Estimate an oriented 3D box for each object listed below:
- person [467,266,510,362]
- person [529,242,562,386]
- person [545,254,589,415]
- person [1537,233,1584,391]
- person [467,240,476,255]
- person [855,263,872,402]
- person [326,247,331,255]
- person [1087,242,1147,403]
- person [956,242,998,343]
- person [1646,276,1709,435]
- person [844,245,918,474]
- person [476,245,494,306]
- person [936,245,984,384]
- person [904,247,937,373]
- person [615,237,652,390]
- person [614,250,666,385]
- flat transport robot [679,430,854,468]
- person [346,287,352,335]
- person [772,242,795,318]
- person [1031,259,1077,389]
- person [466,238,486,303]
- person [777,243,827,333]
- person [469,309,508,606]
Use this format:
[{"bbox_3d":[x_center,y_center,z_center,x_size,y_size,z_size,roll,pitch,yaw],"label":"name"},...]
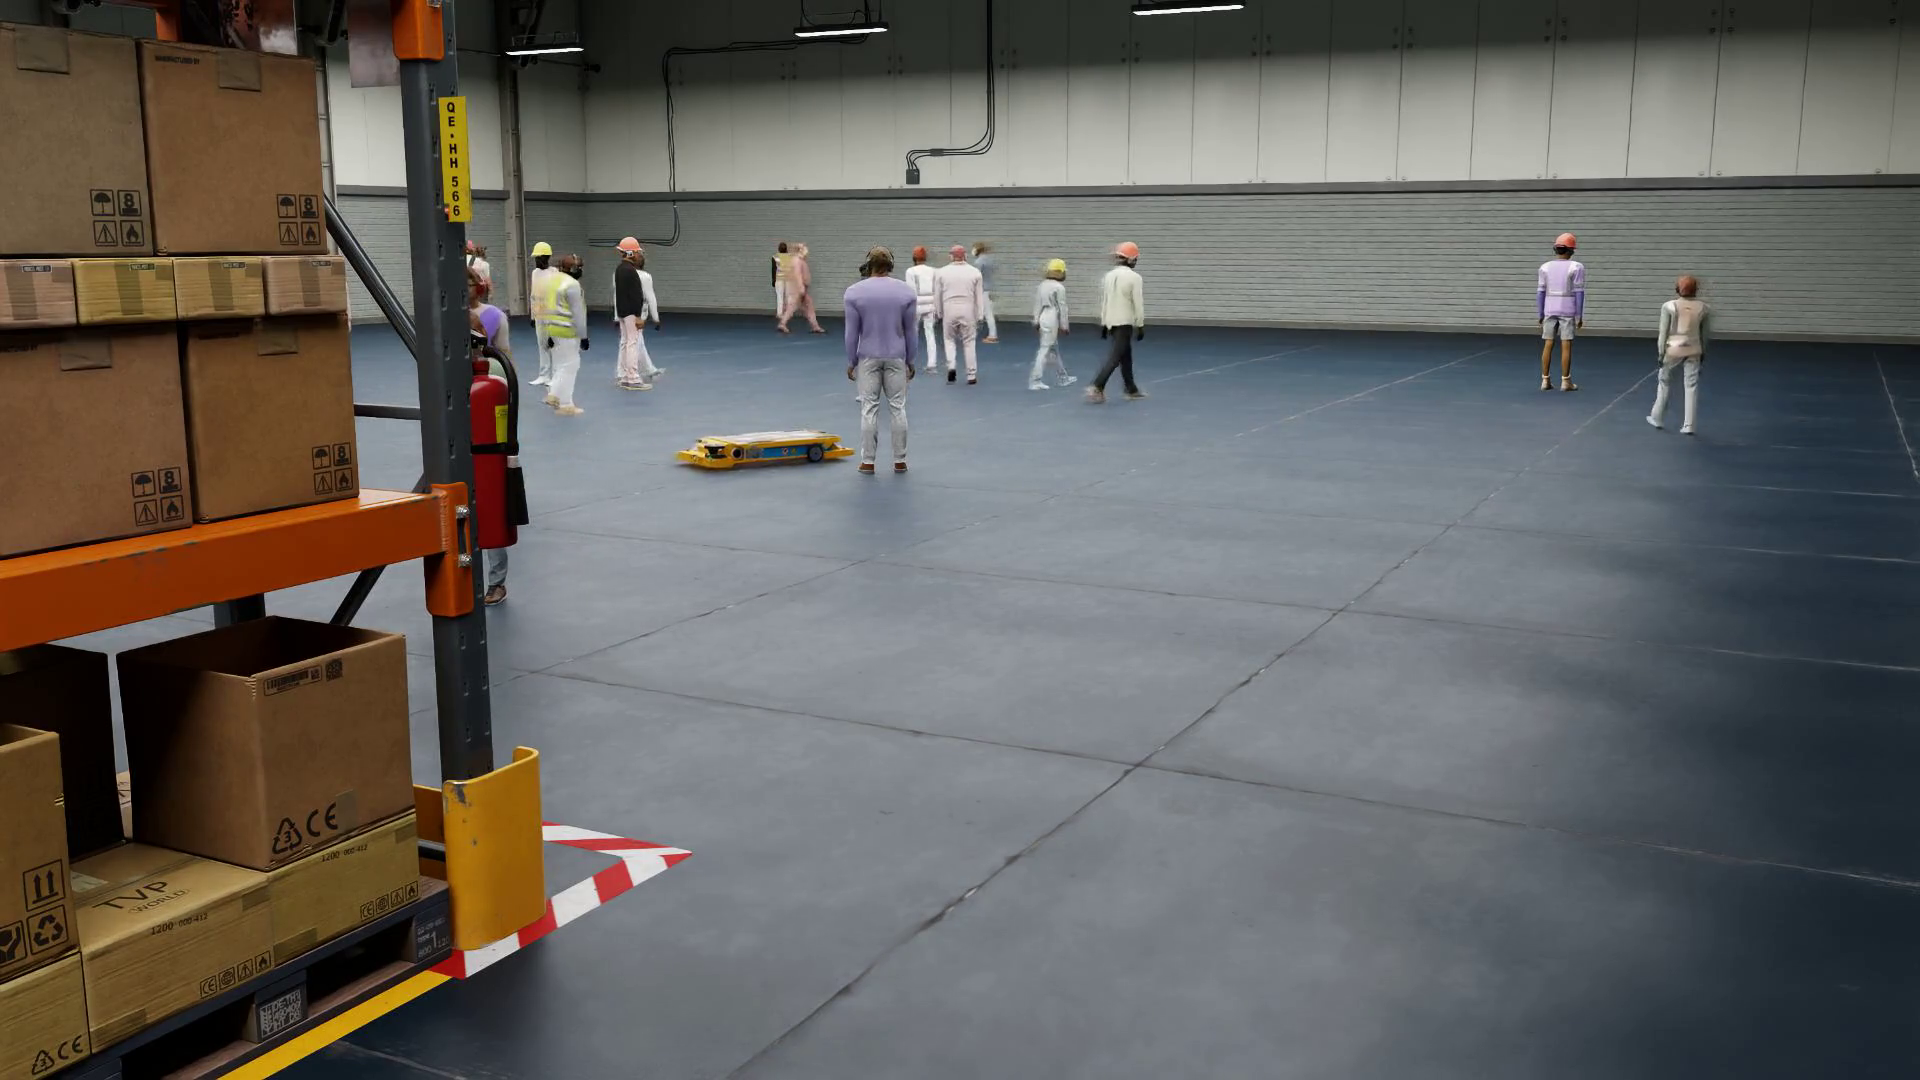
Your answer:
[{"bbox_3d":[-3.638,-1.124,12.351,0.578,1.799,0.938,4,11,21],"label":"person"},{"bbox_3d":[-5.584,-3.039,22.418,0.586,1.930,0.360,7,13,35],"label":"person"},{"bbox_3d":[-4.436,-2.313,18.793,0.439,1.818,0.632,-7,12,-32],"label":"person"},{"bbox_3d":[7.845,-2.968,21.717,0.605,2.045,0.386,9,14,42],"label":"person"},{"bbox_3d":[-10.348,-5.321,34.898,0.454,1.912,0.562,-2,11,-12],"label":"person"},{"bbox_3d":[-1.068,-2.537,20.337,0.545,1.682,0.564,6,12,29],"label":"person"},{"bbox_3d":[-11.306,-4.333,29.772,0.657,1.818,0.667,-6,12,-28],"label":"person"},{"bbox_3d":[1.924,-2.649,20.255,0.987,1.957,0.632,-7,12,-34],"label":"person"},{"bbox_3d":[0.278,-4.650,31.320,0.980,1.891,0.637,2,11,9],"label":"person"},{"bbox_3d":[7.401,-1.905,17.125,0.540,1.600,0.819,0,10,2],"label":"person"},{"bbox_3d":[-0.670,-1.520,14.113,0.632,1.940,0.372,-2,11,-11],"label":"person"},{"bbox_3d":[-9.427,-4.901,32.840,0.536,1.828,0.422,9,13,39],"label":"person"},{"bbox_3d":[0.001,-3.066,22.696,0.661,1.884,0.484,0,10,0],"label":"person"},{"bbox_3d":[-0.641,-3.411,24.688,0.589,1.841,0.941,-7,13,-34],"label":"person"},{"bbox_3d":[-4.317,-2.961,21.817,0.376,1.995,0.612,-6,12,-31],"label":"person"},{"bbox_3d":[-4.387,-3.044,22.720,0.602,1.825,1.005,7,12,33],"label":"person"},{"bbox_3d":[-1.729,-0.830,14.898,1.431,0.197,0.652,-7,13,-34],"label":"flat transport robot"},{"bbox_3d":[-8.408,-2.882,22.151,0.566,1.744,0.550,0,10,-2],"label":"person"},{"bbox_3d":[-4.352,-6.398,40.980,0.627,1.844,0.429,-5,11,-24],"label":"person"},{"bbox_3d":[1.279,-2.850,22.024,0.890,1.694,0.488,-6,12,-29],"label":"person"},{"bbox_3d":[-7.668,-3.683,25.628,0.675,2.000,0.537,-9,14,-42],"label":"person"},{"bbox_3d":[-3.317,-5.184,34.328,0.997,1.862,0.664,2,11,9],"label":"person"},{"bbox_3d":[-2.697,-0.456,9.136,0.497,1.636,0.286,3,11,18],"label":"person"}]
